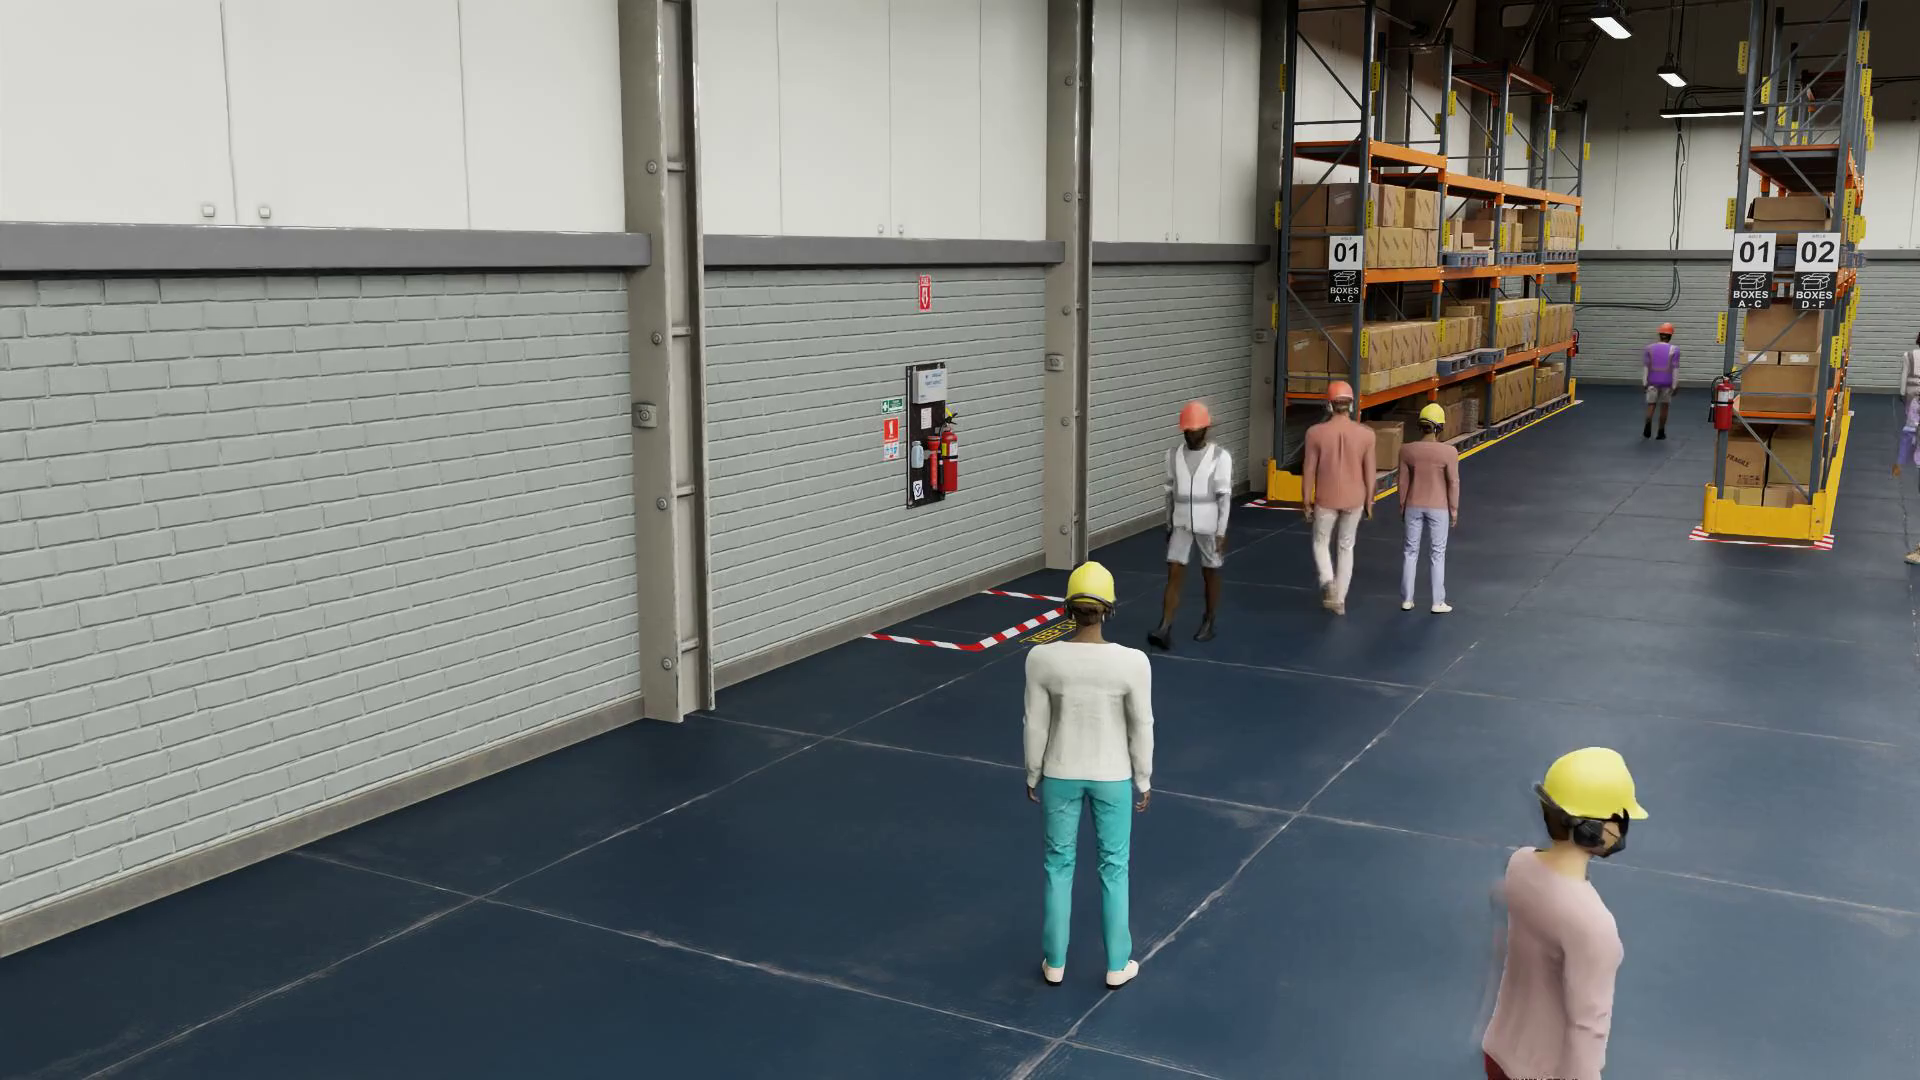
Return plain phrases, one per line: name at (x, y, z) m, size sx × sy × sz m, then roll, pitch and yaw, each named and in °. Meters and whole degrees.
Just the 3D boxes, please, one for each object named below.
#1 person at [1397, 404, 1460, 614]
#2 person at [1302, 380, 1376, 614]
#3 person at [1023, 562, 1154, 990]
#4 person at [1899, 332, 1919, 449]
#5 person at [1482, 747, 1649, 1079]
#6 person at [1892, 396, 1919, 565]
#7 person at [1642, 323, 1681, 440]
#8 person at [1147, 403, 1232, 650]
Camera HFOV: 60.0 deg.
person at (3.930, -0.261, 13.970) m, size 0.525 × 1.769 × 0.308 m, roll 6°, pitch 11°, yaw 32°
person at (3.147, -0.334, 13.799) m, size 0.615 × 1.970 × 0.595 m, roll 1°, pitch 10°, yaw 4°
person at (0.525, 0.963, 6.807) m, size 0.533 × 1.766 × 0.316 m, roll 2°, pitch 10°, yaw 10°
person at (14.810, -2.300, 25.637) m, size 0.587 × 1.862 × 0.771 m, roll 4°, pitch 11°, yaw 24°
person at (1.629, 1.390, 4.377) m, size 0.593 × 1.749 × 0.527 m, roll -2°, pitch 10°, yaw -9°
person at (9.634, -0.778, 16.370) m, size 1.062 × 2.001 × 0.629 m, roll -7°, pitch 12°, yaw -36°
person at (11.386, -2.570, 27.040) m, size 0.556 × 1.917 × 0.601 m, roll 7°, pitch 12°, yaw 35°
person at (1.769, -0.093, 12.644) m, size 0.563 × 1.879 × 0.980 m, roll 5°, pitch 11°, yaw 25°
